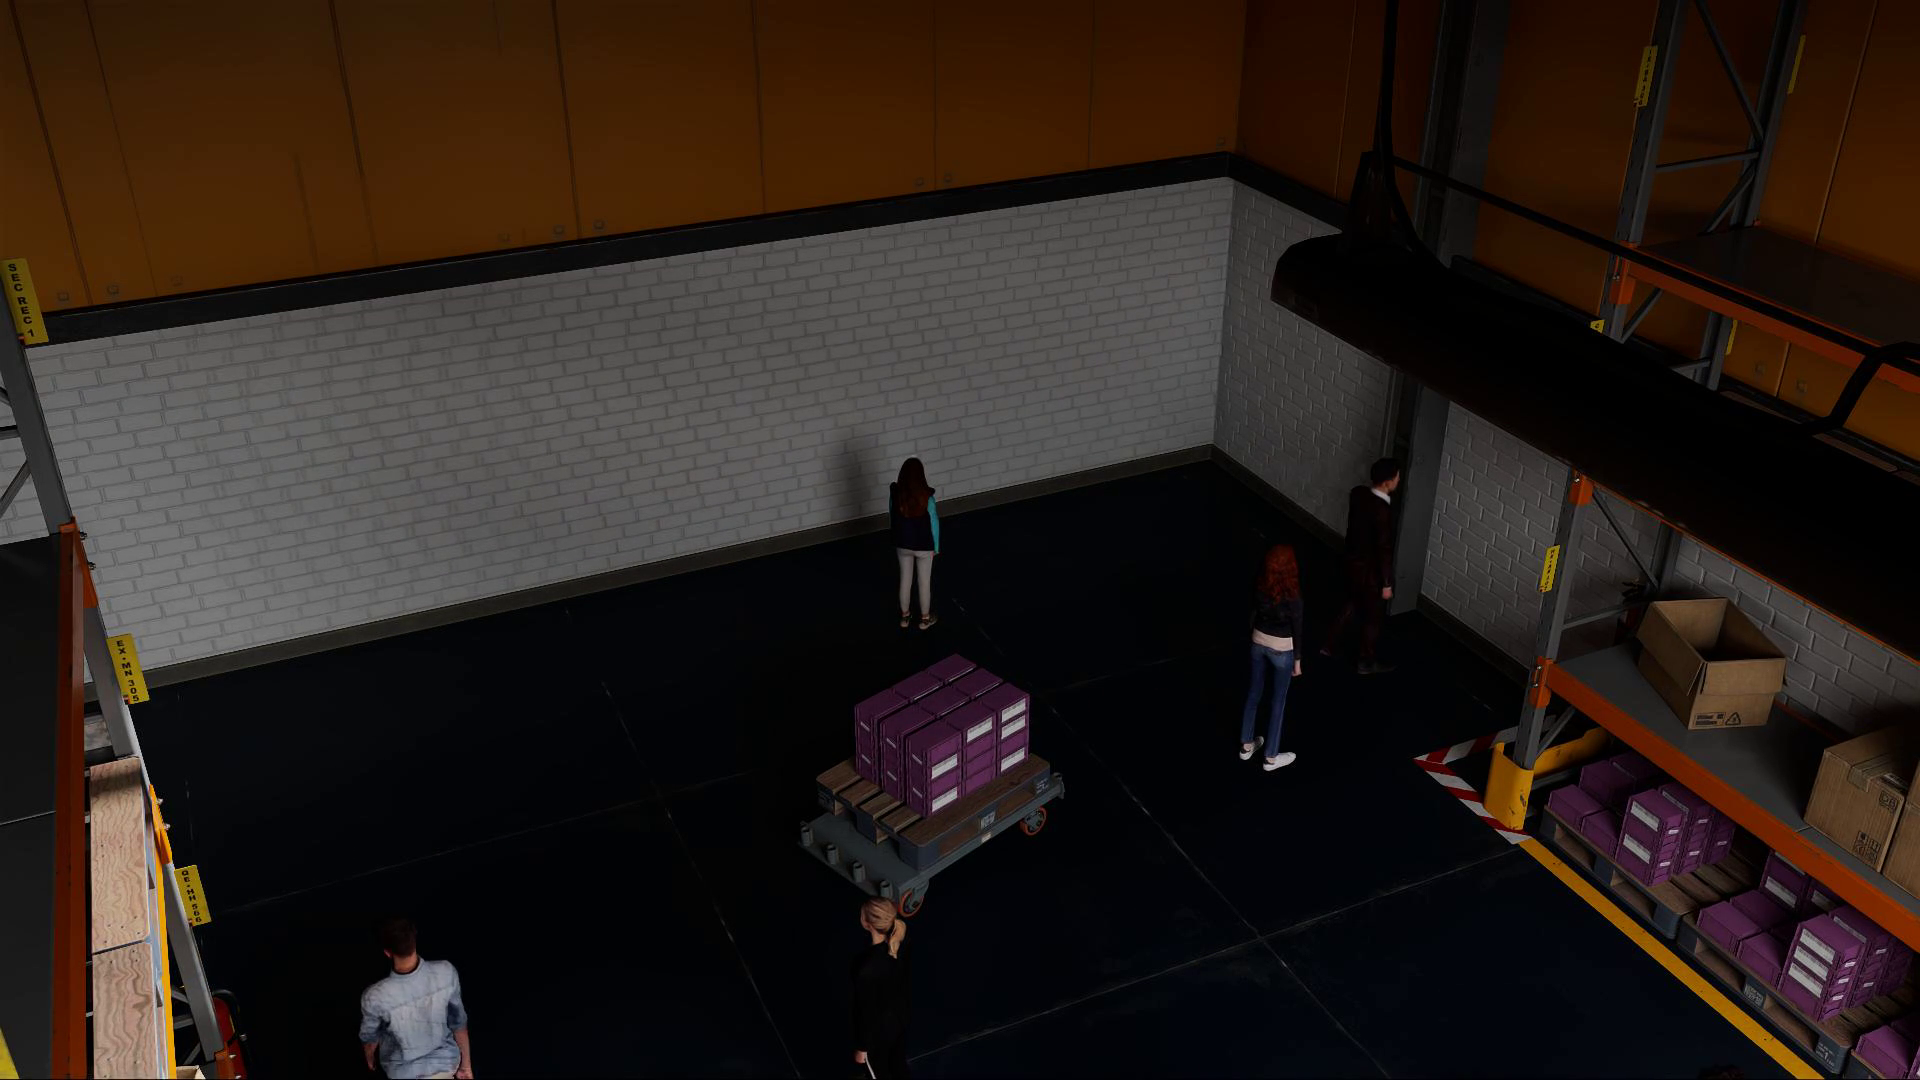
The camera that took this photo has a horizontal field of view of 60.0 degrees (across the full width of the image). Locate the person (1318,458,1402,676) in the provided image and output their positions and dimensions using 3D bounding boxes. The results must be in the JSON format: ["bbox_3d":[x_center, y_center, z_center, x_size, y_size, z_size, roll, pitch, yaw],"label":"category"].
[{"bbox_3d":[3.040,0.208,12.615,0.835,1.854,0.802,-9,30,-16],"label":"person"}]

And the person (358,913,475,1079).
[{"bbox_3d":[-2.601,2.669,8.163,0.799,1.798,1.222,-19,34,-30],"label":"person"}]

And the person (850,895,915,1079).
[{"bbox_3d":[-0.390,2.513,8.544,0.721,1.707,0.703,17,33,28],"label":"person"}]

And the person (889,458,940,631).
[{"bbox_3d":[-0.368,0.021,13.329,0.688,1.501,0.746,9,30,16],"label":"person"}]

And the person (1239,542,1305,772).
[{"bbox_3d":[2.177,0.796,11.609,0.707,1.787,0.582,-25,37,-38],"label":"person"}]
